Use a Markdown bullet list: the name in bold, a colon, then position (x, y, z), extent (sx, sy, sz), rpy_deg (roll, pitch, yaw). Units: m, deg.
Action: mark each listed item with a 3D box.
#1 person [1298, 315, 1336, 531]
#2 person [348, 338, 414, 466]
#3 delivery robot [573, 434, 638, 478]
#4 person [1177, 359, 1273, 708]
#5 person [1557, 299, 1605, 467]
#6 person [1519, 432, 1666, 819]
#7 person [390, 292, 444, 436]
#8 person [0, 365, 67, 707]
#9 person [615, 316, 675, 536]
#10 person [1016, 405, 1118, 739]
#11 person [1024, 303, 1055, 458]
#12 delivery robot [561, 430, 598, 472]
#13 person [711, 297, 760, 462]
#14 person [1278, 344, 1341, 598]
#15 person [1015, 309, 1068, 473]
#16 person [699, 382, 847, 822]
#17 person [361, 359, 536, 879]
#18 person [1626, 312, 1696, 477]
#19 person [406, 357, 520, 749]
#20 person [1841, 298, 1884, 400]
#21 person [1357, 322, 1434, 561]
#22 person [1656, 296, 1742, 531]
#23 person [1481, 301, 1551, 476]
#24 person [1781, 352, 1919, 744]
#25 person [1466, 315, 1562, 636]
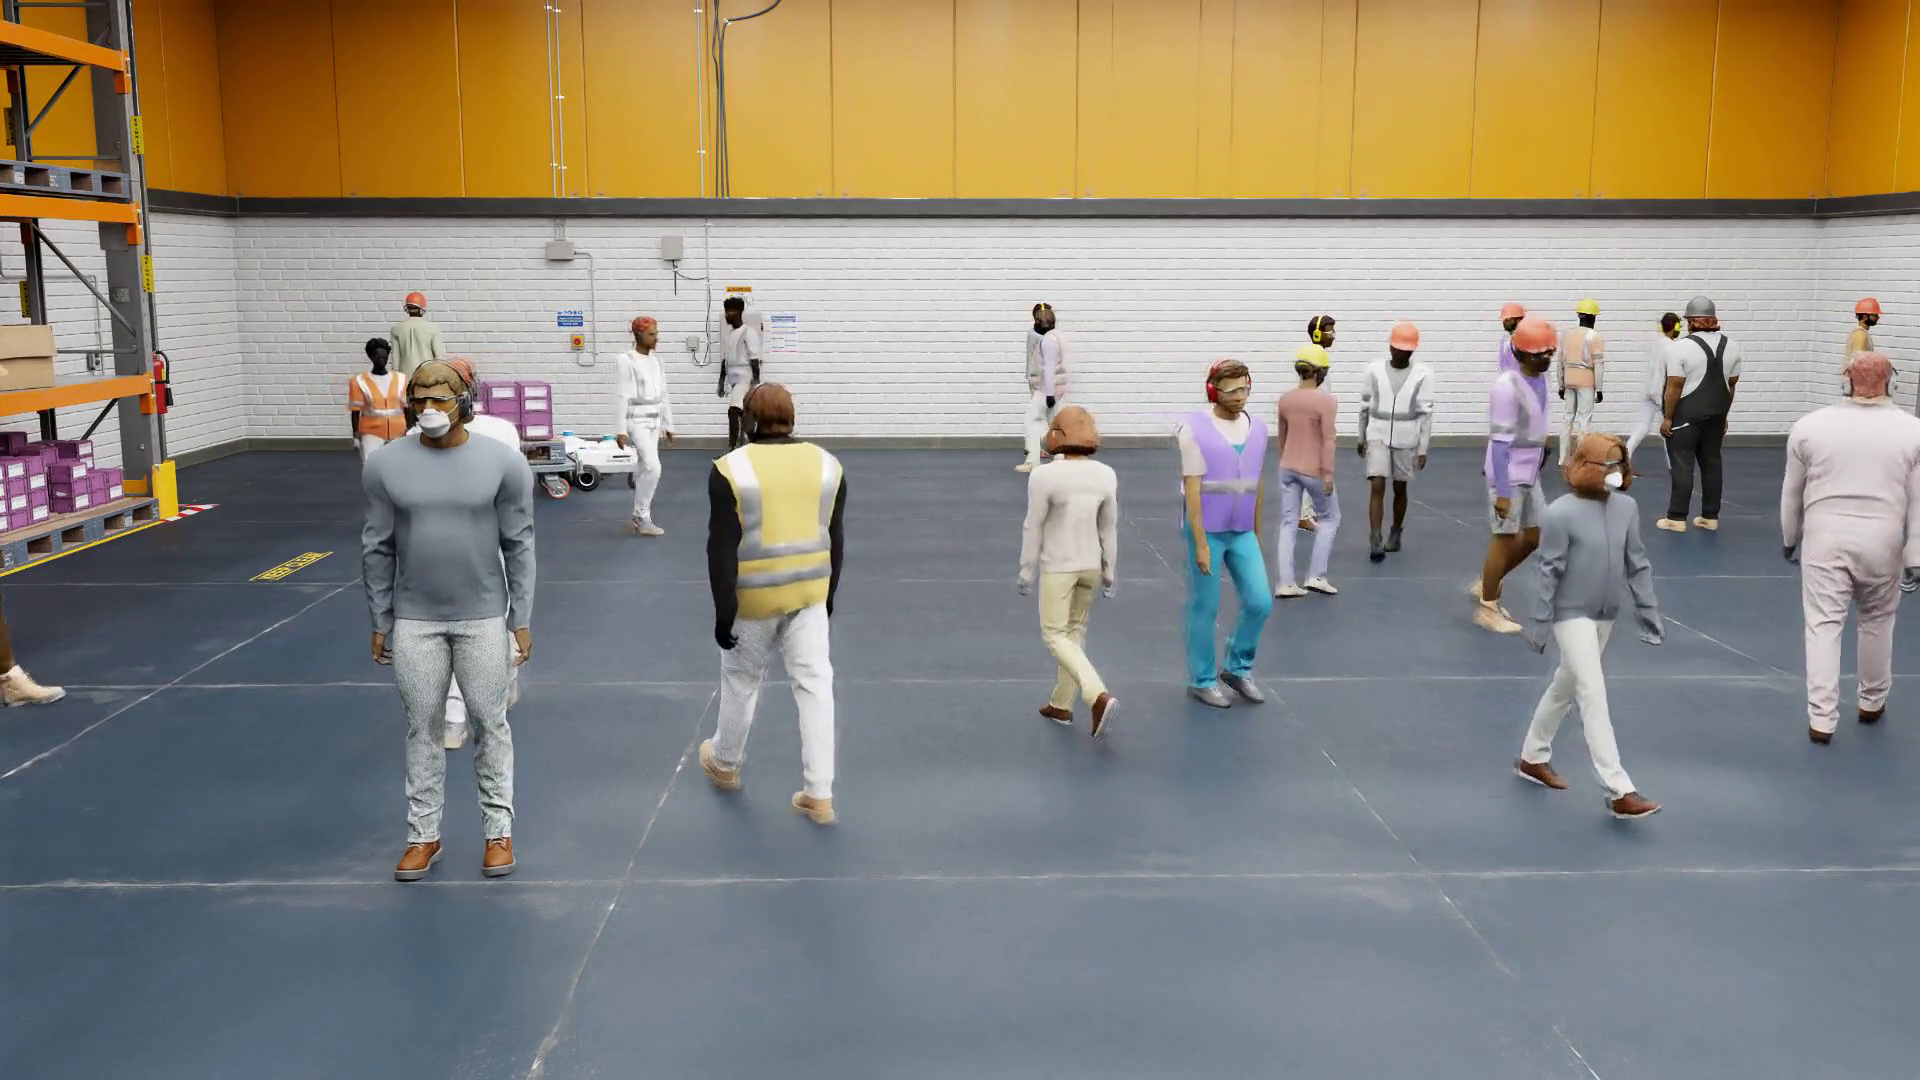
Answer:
- **person**: position (3.104, -1.013, 14.457), extent (0.315, 1.866, 0.533), rpy_deg (4, 10, 23)
- **person**: position (-4.959, -0.898, 14.321), extent (0.535, 1.684, 0.374), rpy_deg (-7, 11, -36)
- **delivery robot**: position (-3.622, -0.847, 17.161), extent (0.707, 0.478, 0.477), rpy_deg (-2, 9, -13)
- **person**: position (1.353, -0.018, 8.517), extent (0.570, 1.817, 0.506), rpy_deg (-5, 11, -28)
- **person**: position (7.079, -1.774, 18.936), extent (0.378, 1.925, 0.594), rpy_deg (-6, 11, -31)
- **person**: position (2.678, 0.343, 6.974), extent (0.518, 1.586, 0.847), rpy_deg (-5, 11, -28)
- **person**: position (-6.419, -1.940, 19.743), extent (0.610, 1.996, 0.384), rpy_deg (0, 9, -2)
- **person**: position (-5.098, -0.061, 8.343), extent (0.884, 1.980, 0.628), rpy_deg (-4, 10, -25)
- **person**: position (-2.618, -0.944, 14.014), extent (0.473, 1.869, 0.619), rpy_deg (4, 10, 23)
- **person**: position (0.571, 0.157, 8.057), extent (0.499, 1.612, 0.695), rpy_deg (-6, 11, -32)
- **person**: position (0.952, -1.899, 19.922), extent (0.331, 1.865, 0.514), rpy_deg (-2, 9, -12)
- **delivery robot**: position (-4.135, -0.914, 17.576), extent (0.477, 0.478, 0.707), rpy_deg (3, 10, 20)
- **person**: position (-2.647, -1.825, 19.201), extent (0.840, 1.932, 0.645), rpy_deg (-6, 11, -33)
- **person**: position (2.410, -0.469, 11.452), extent (0.561, 1.744, 0.552), rpy_deg (-7, 12, -38)
- **person**: position (0.882, -1.642, 18.445), extent (0.705, 1.817, 0.664), rpy_deg (2, 9, 12)
- **person**: position (-0.800, 0.235, 7.024), extent (0.658, 1.793, 0.939), rpy_deg (-5, 11, -30)
- **person**: position (-1.895, 0.298, 6.199), extent (0.631, 1.939, 0.370), rpy_deg (-1, 9, -7)
- **person**: position (7.594, -1.570, 18.116), extent (0.976, 1.806, 0.561), rpy_deg (-2, 10, -13)
- **person**: position (-2.396, 0.022, 8.167), extent (0.578, 1.857, 0.915), rpy_deg (0, 9, -2)
- **person**: position (10.243, -1.780, 18.935), extent (0.370, 1.939, 0.543), rpy_deg (4, 10, 24)
- **person**: position (3.388, -0.775, 13.002), extent (0.564, 1.864, 0.968), rpy_deg (3, 10, 16)
- **person**: position (6.357, -1.099, 14.451), extent (0.685, 2.000, 0.535), rpy_deg (-2, 10, -14)
- **person**: position (6.089, -1.644, 18.170), extent (0.663, 1.918, 0.549), rpy_deg (-2, 9, -12)
- **person**: position (4.376, 0.019, 8.151), extent (0.651, 1.862, 0.929), rpy_deg (5, 11, 29)
- **person**: position (3.409, -0.384, 10.223), extent (0.662, 1.992, 0.651), rpy_deg (-9, 13, -44)
